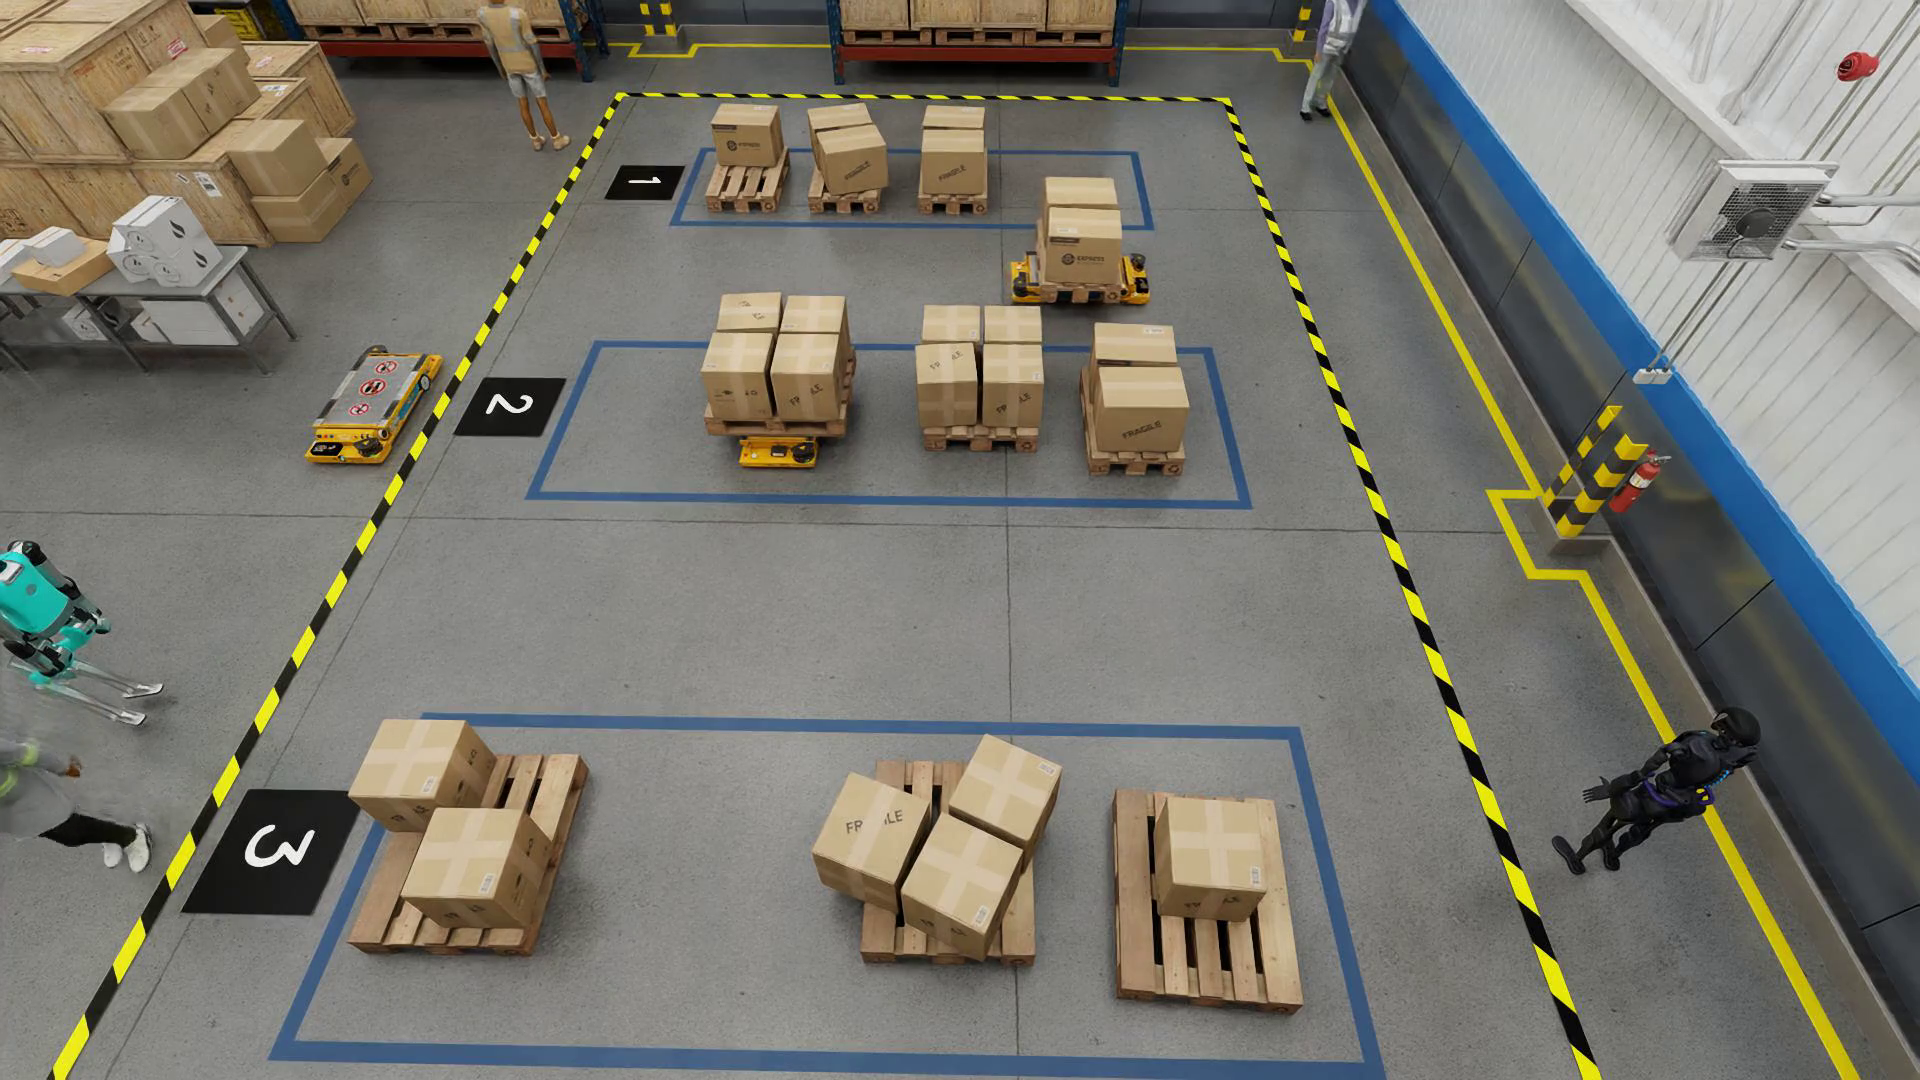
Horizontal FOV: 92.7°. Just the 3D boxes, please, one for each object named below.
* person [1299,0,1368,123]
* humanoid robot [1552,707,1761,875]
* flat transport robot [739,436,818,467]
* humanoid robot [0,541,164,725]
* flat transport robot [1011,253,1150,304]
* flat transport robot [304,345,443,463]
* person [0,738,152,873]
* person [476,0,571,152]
[{"bbox_3d":[4.788,-6.286,11.660,0.588,1.834,0.404,-15,51,-12],"label":"person"},{"bbox_3d":[3.955,1.445,5.212,0.599,1.657,0.315,-1,50,-1],"label":"humanoid robot"},{"bbox_3d":[-1.582,-1.235,8.394,0.652,0.197,1.431,1,50,1],"label":"flat transport robot"},{"bbox_3d":[-5.855,0.605,5.805,0.735,1.677,0.533,0,50,0],"label":"humanoid robot"},{"bbox_3d":[1.267,-2.785,9.706,1.431,0.197,0.652,1,50,1],"label":"flat transport robot"},{"bbox_3d":[-5.383,-1.269,8.441,0.659,0.231,1.431,1,50,1],"label":"flat transport robot"},{"bbox_3d":[-5.339,1.473,5.108,0.607,1.813,0.599,-21,53,-17],"label":"person"},{"bbox_3d":[-5.299,-5.733,11.057,0.607,2.044,0.389,2,50,2],"label":"person"}]
